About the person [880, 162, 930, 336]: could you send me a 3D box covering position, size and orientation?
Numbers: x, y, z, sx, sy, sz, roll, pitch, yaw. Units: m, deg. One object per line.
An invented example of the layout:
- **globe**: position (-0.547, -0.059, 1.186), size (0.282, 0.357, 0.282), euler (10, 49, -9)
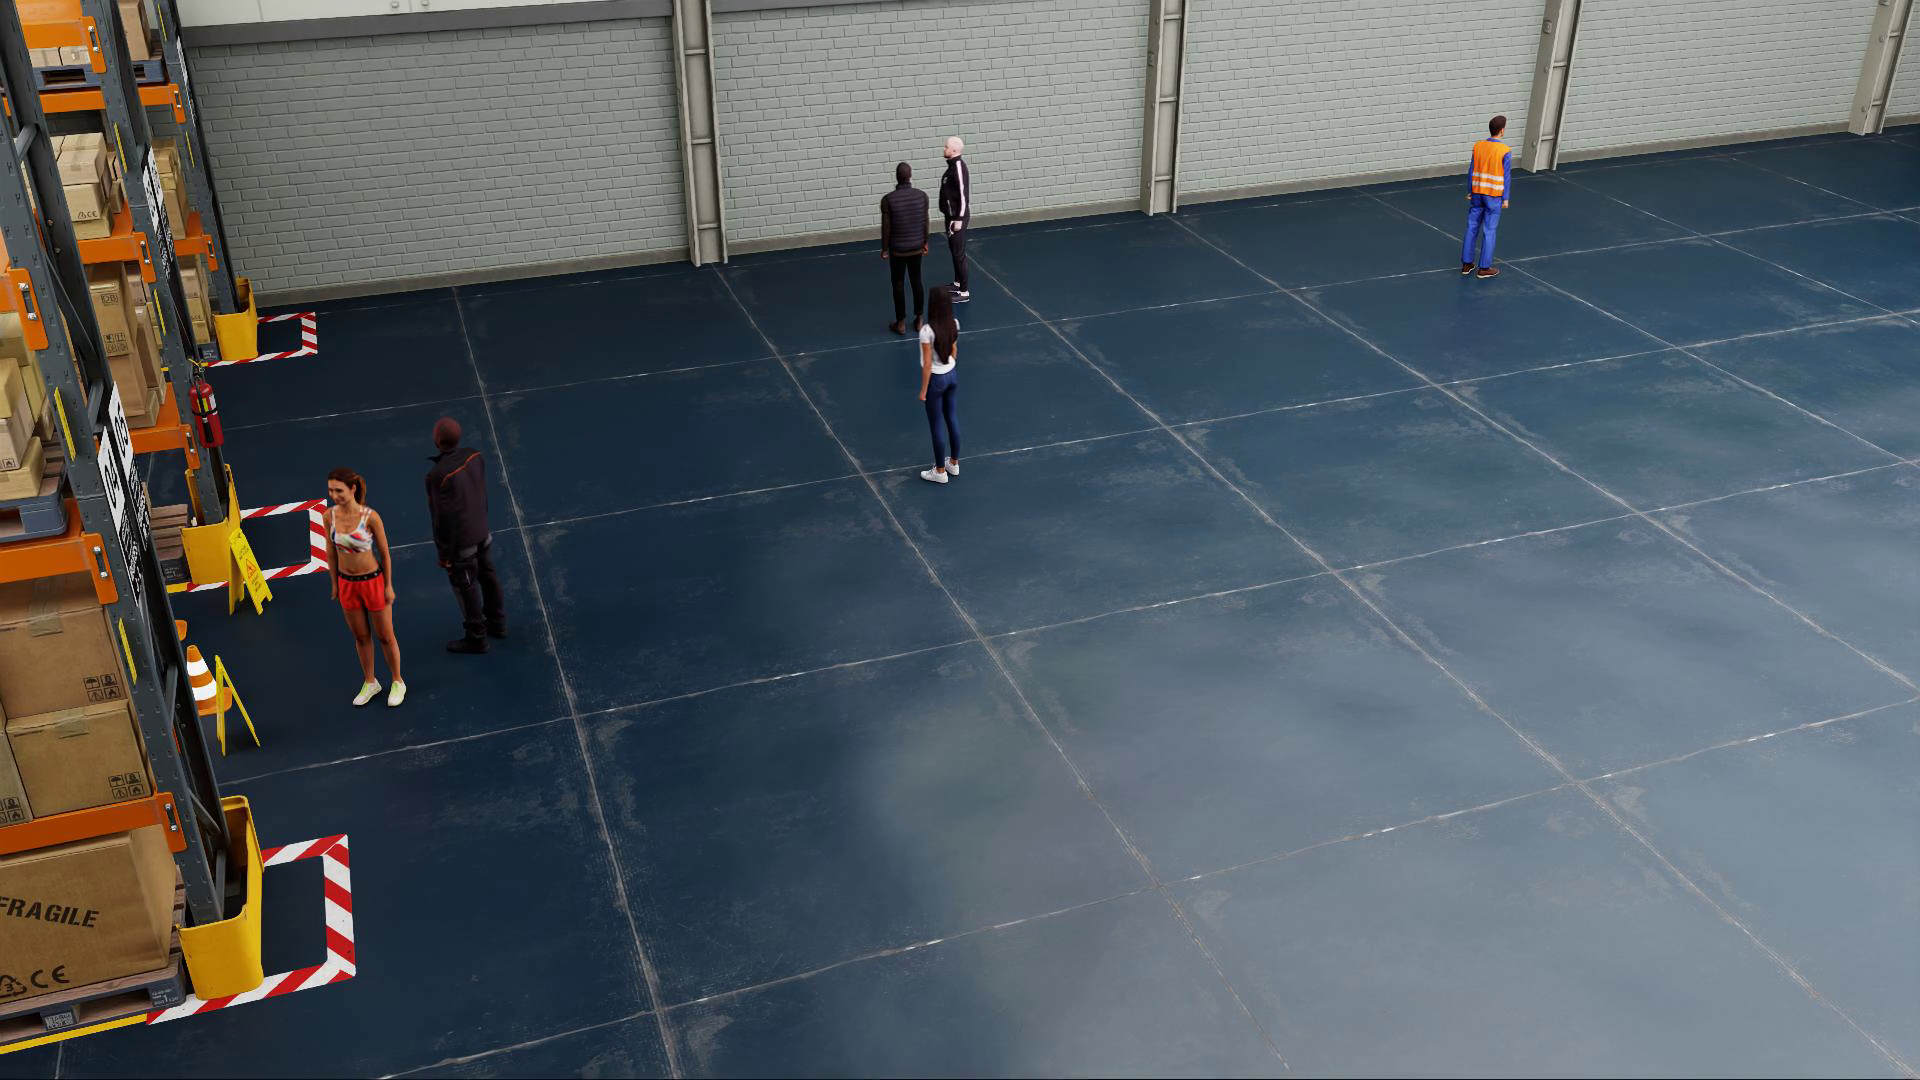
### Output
- **person**: position (-0.578, -3.097, 17.622), size (0.483, 1.836, 0.742), euler (-10, 30, -18)

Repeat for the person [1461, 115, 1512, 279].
- **person**: position (6.107, -3.985, 19.258), size (0.751, 1.864, 0.769), euler (-25, 37, -38)

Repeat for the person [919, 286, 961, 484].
- **person**: position (-0.164, -1.353, 14.412), size (0.728, 1.774, 0.613), euler (22, 35, 35)

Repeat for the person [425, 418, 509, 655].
- **person**: position (-3.532, -0.042, 11.897), size (0.834, 1.826, 0.778), euler (12, 30, 21)

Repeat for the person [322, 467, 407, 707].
- **person**: position (-4.034, 0.312, 11.269), size (0.603, 1.790, 0.718), euler (2, 28, 4)

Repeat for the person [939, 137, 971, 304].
- **person**: position (-0.036, -3.576, 18.521), size (0.647, 1.836, 0.731), euler (-4, 28, -7)
